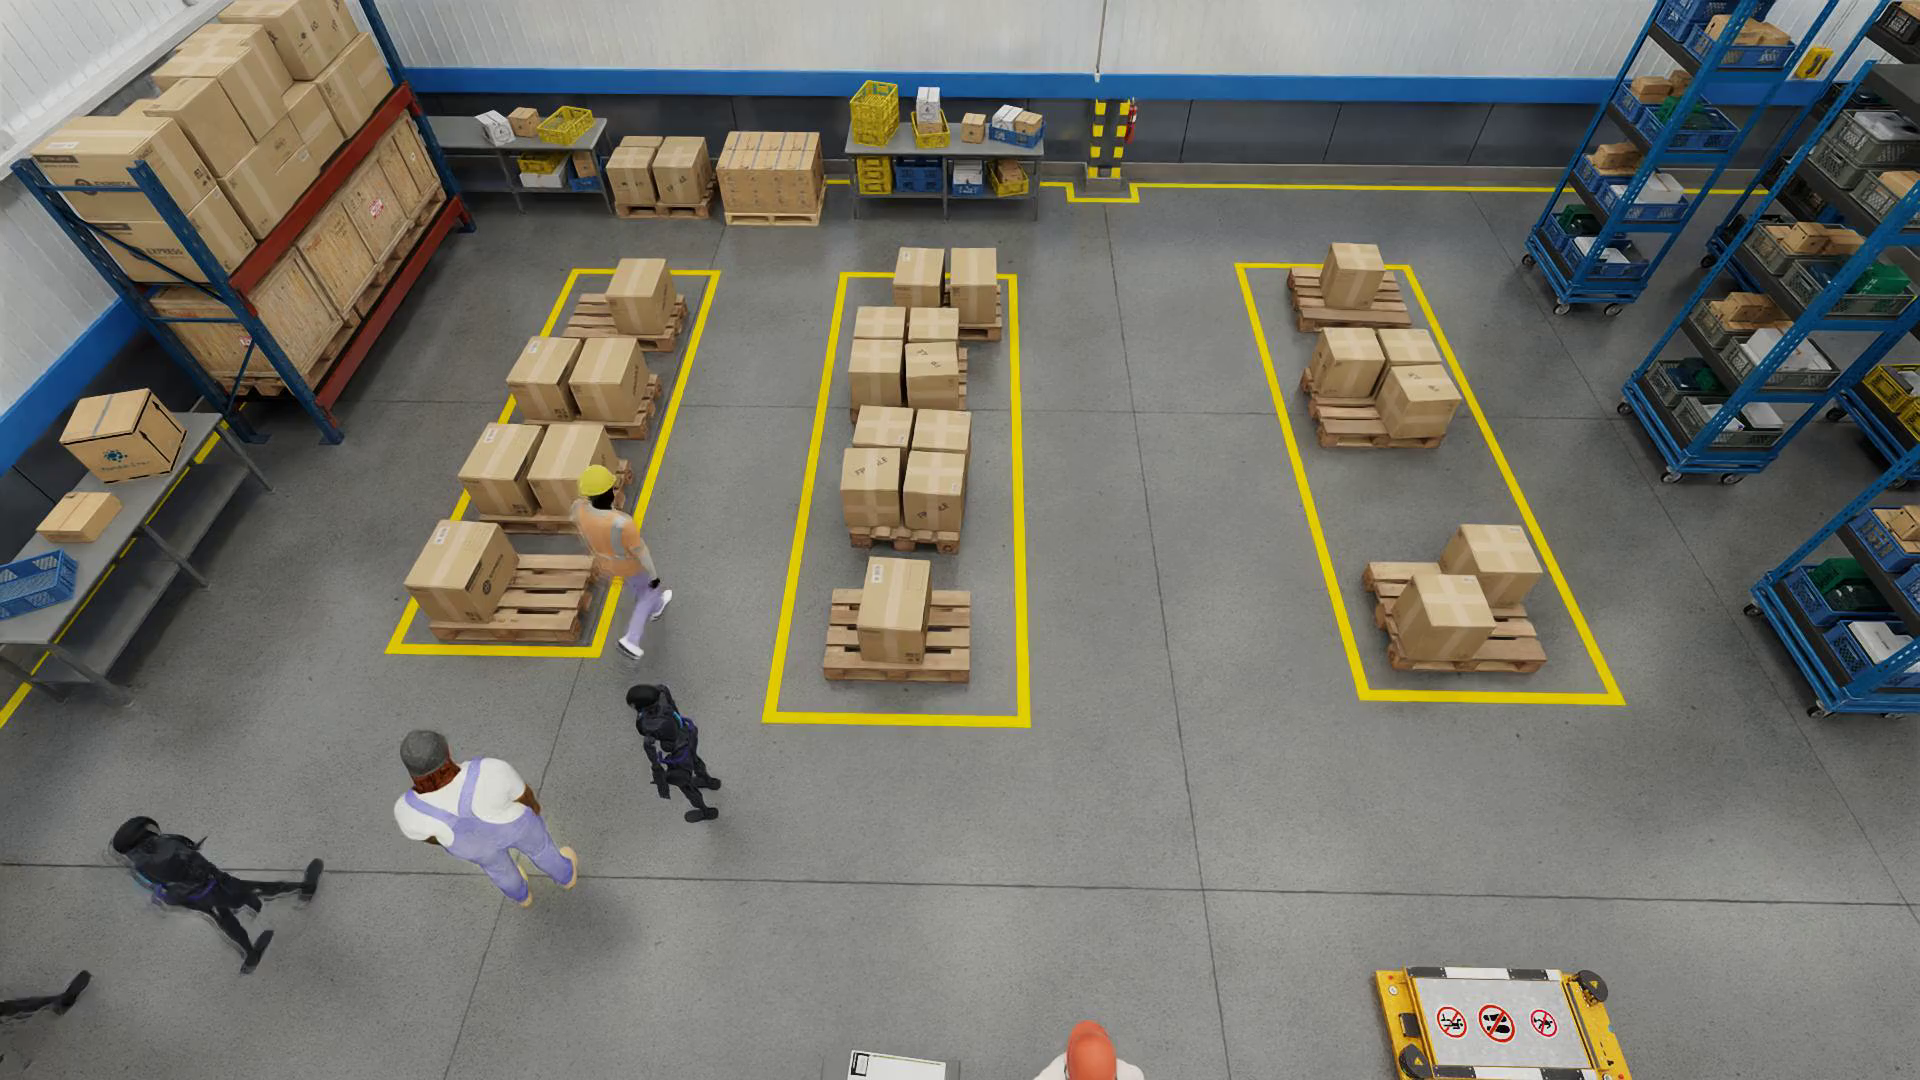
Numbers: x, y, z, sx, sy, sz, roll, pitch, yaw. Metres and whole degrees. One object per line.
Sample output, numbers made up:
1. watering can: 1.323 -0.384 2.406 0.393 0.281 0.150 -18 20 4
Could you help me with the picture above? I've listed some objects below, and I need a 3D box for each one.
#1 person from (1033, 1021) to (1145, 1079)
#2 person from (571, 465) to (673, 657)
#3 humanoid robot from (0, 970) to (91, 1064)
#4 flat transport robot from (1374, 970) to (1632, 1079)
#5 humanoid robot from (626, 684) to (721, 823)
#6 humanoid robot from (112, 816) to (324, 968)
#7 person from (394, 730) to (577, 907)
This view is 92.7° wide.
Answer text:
1. person: 0.623 2.986 4.939 0.610 1.995 0.376 -7 51 -5
2. person: -2.695 0.170 7.296 0.603 1.893 0.722 20 53 15
3. humanoid robot: -6.077 2.742 5.381 0.598 1.624 0.821 16 53 13
4. flat transport robot: 3.501 3.133 5.914 1.431 0.197 0.652 1 51 1
5. humanoid robot: -1.990 1.473 6.375 0.319 1.653 0.555 -1 51 -1
6. humanoid robot: -4.784 2.148 5.850 0.573 1.627 0.748 1 51 1
7. person: -3.039 1.781 5.892 0.683 2.000 0.535 -20 54 -16
